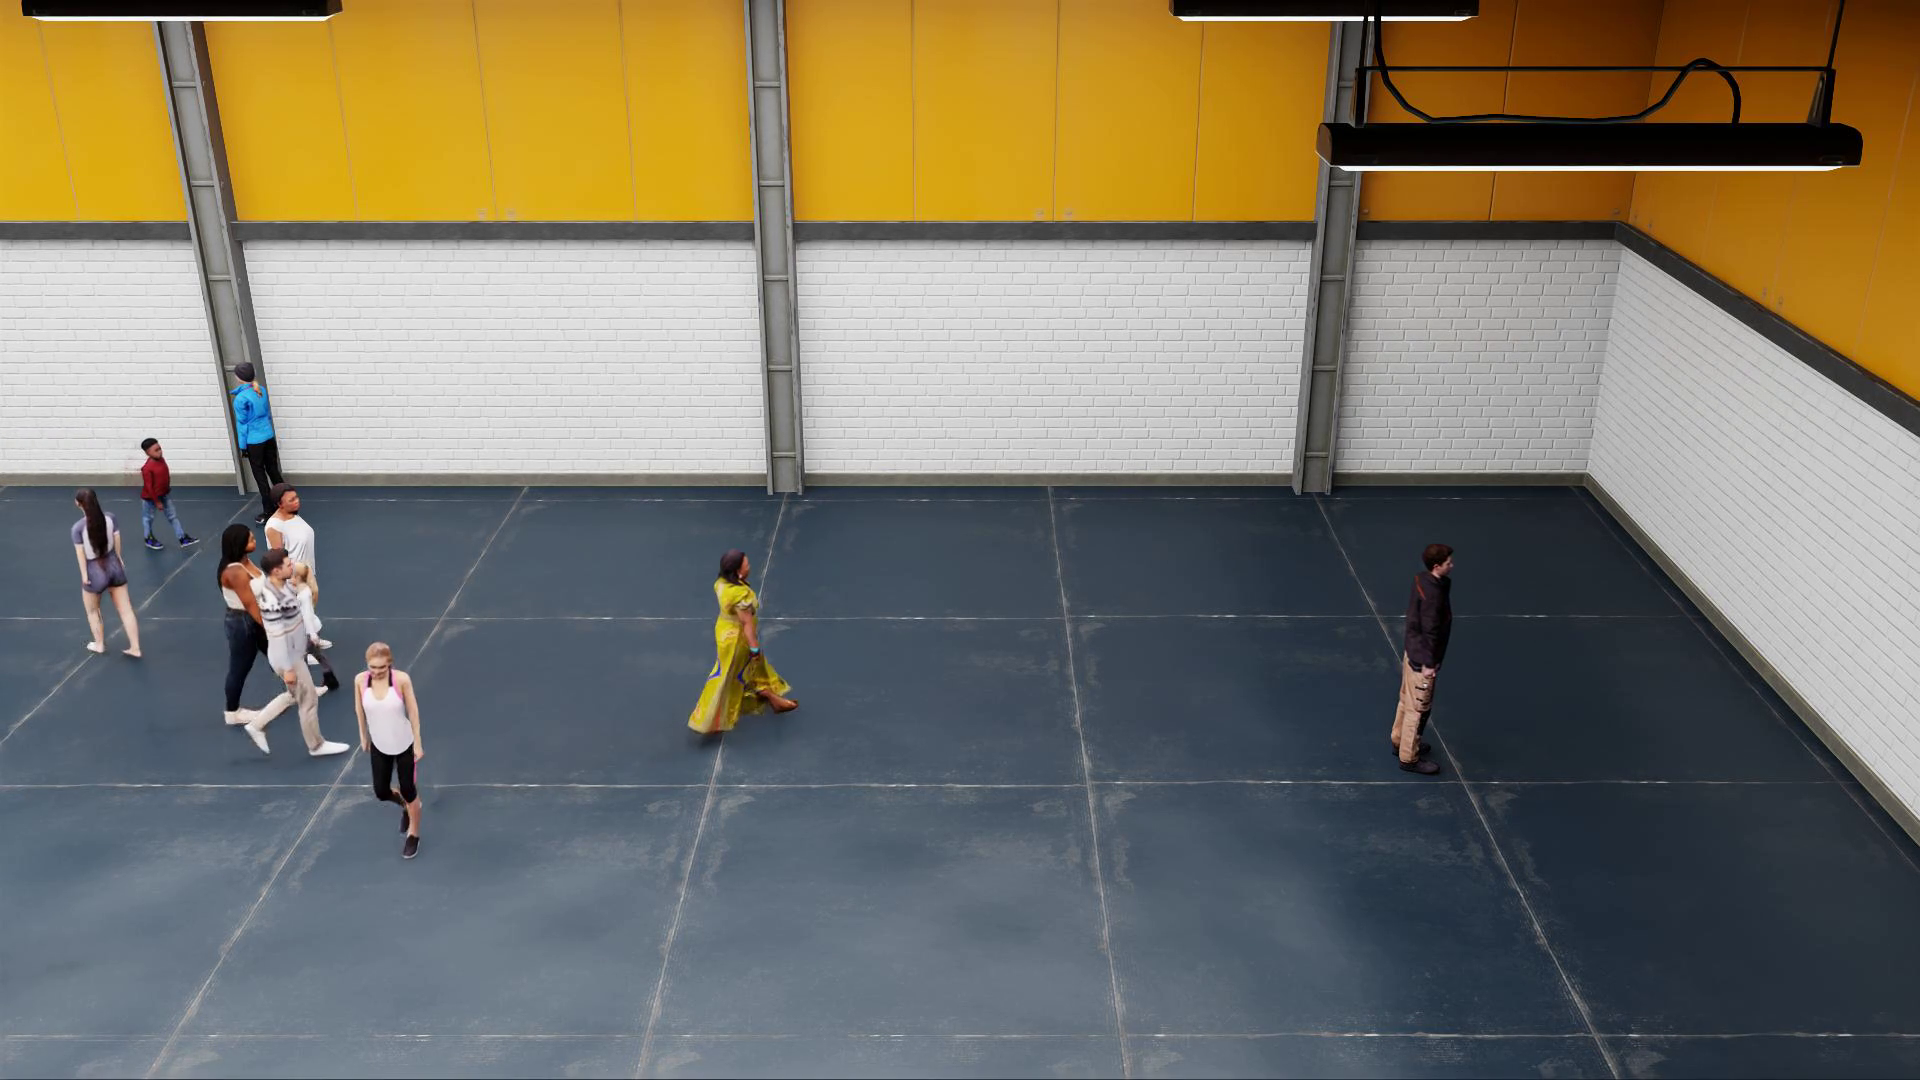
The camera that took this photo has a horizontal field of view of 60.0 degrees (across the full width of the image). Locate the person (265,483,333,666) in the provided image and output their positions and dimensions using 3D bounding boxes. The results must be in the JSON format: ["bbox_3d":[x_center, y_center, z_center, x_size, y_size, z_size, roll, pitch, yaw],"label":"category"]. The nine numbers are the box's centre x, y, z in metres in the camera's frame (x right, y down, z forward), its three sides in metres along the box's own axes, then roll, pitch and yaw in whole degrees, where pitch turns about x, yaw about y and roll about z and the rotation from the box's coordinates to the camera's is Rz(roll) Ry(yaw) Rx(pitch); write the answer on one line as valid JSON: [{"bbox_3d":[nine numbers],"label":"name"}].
[{"bbox_3d":[-5.958,0.274,14.959,0.593,1.688,0.654,-1,24,-2],"label":"person"}]

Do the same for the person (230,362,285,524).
[{"bbox_3d":[-7.510,-1.051,17.853,0.658,1.797,0.675,10,25,21],"label":"person"}]

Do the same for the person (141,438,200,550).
[{"bbox_3d":[-8.380,-0.468,17.236,0.895,1.223,0.662,7,25,16],"label":"person"}]

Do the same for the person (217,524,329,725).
[{"bbox_3d":[-6.022,0.736,13.790,1.114,1.776,0.793,-6,24,-13],"label":"person"}]

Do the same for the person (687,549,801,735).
[{"bbox_3d":[-1.908,0.885,13.669,1.354,1.600,1.069,-10,26,-22],"label":"person"}]

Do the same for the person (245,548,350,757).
[{"bbox_3d":[-5.440,0.939,13.262,1.101,1.828,0.897,-8,25,-18],"label":"person"}]

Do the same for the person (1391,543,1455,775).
[{"bbox_3d":[3.682,0.910,13.209,0.598,1.924,0.714,2,24,4],"label":"person"}]

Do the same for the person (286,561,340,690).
[{"bbox_3d":[-5.564,0.764,14.368,0.810,1.263,0.690,-13,27,-27],"label":"person"}]

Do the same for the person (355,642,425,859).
[{"bbox_3d":[-4.092,1.460,12.153,0.652,1.762,0.716,1,24,2],"label":"person"}]

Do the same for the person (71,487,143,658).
[{"bbox_3d":[-7.620,0.331,14.903,0.947,1.627,0.846,15,28,30],"label":"person"}]
